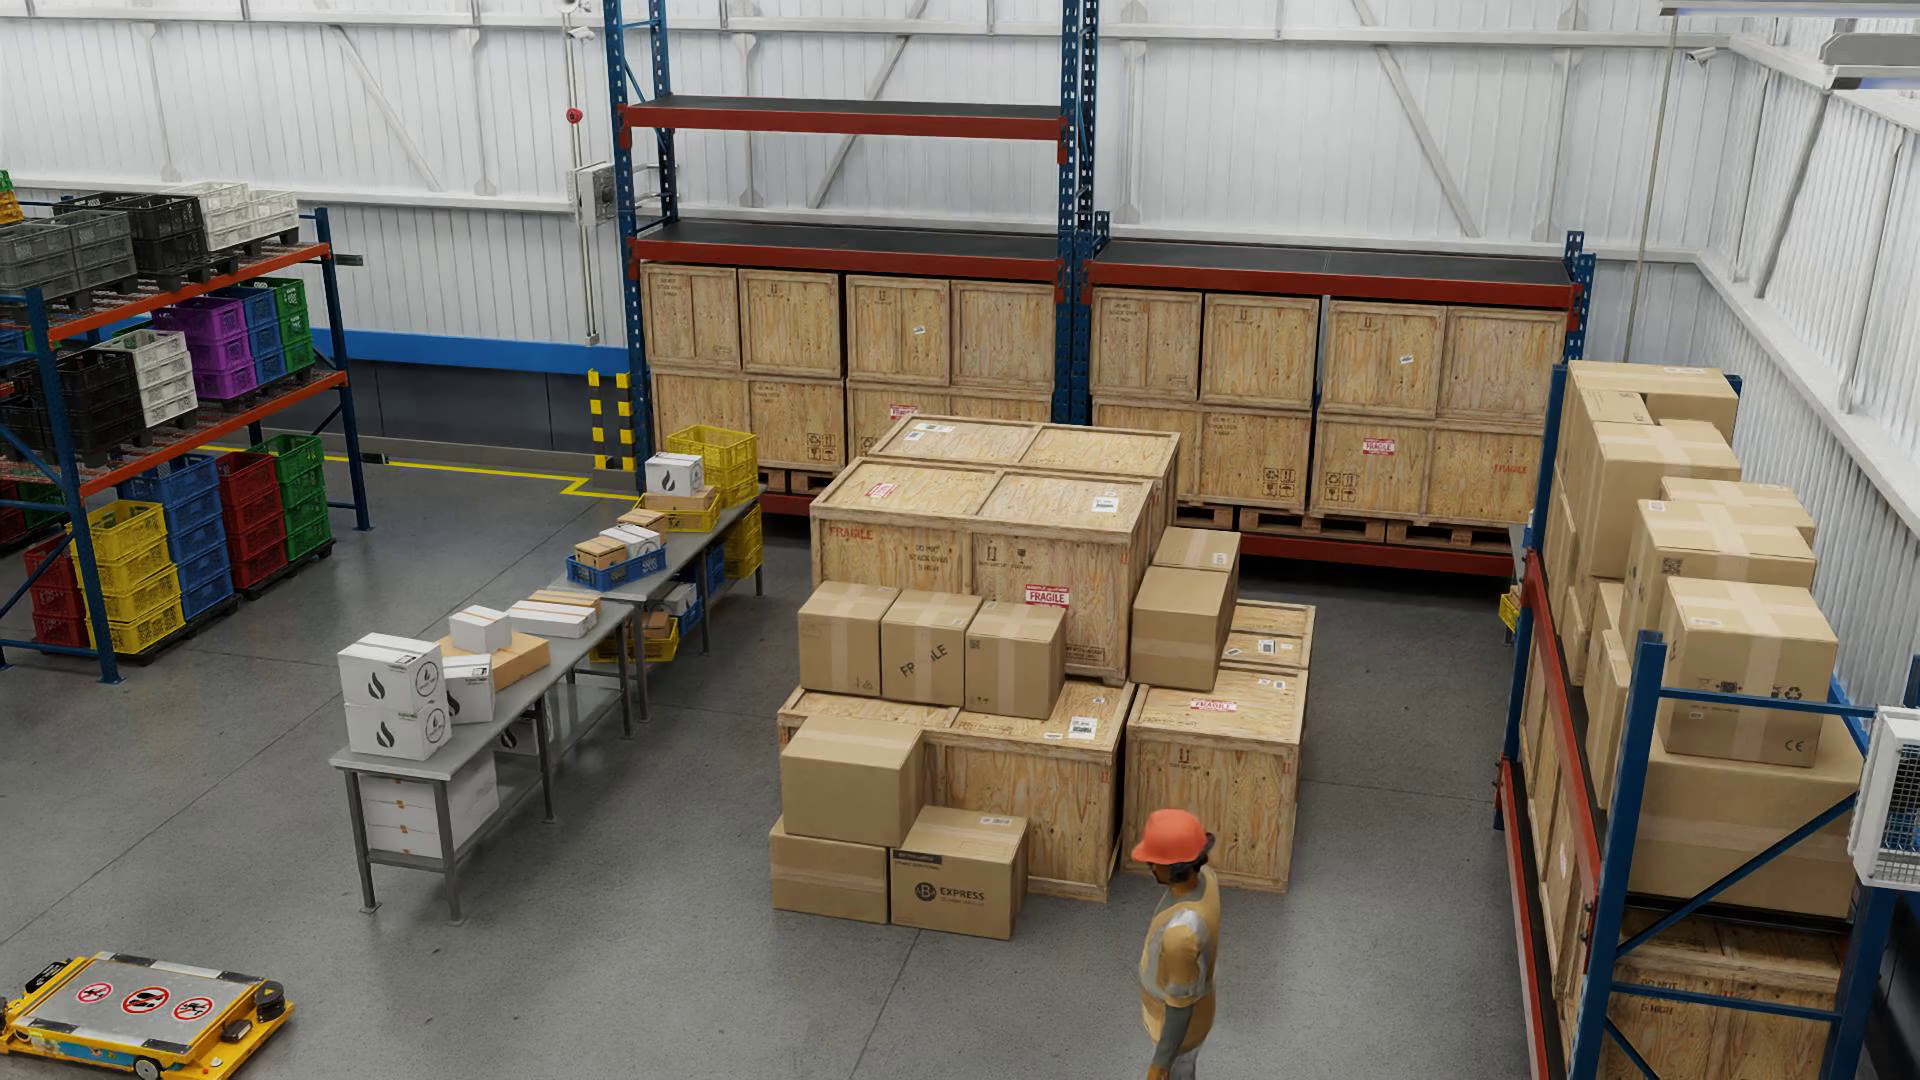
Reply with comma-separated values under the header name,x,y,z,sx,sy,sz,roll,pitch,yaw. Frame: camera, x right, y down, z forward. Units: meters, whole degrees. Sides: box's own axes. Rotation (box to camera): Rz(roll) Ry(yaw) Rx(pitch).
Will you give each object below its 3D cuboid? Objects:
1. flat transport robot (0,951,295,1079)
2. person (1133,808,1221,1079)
name,x,y,z,sx,sy,sz,roll,pitch,yaw
flat transport robot,-4.270,2.464,8.601,1.431,0.231,0.659,5,22,13
person,0.907,2.061,7.179,0.376,2.039,0.605,5,21,13
